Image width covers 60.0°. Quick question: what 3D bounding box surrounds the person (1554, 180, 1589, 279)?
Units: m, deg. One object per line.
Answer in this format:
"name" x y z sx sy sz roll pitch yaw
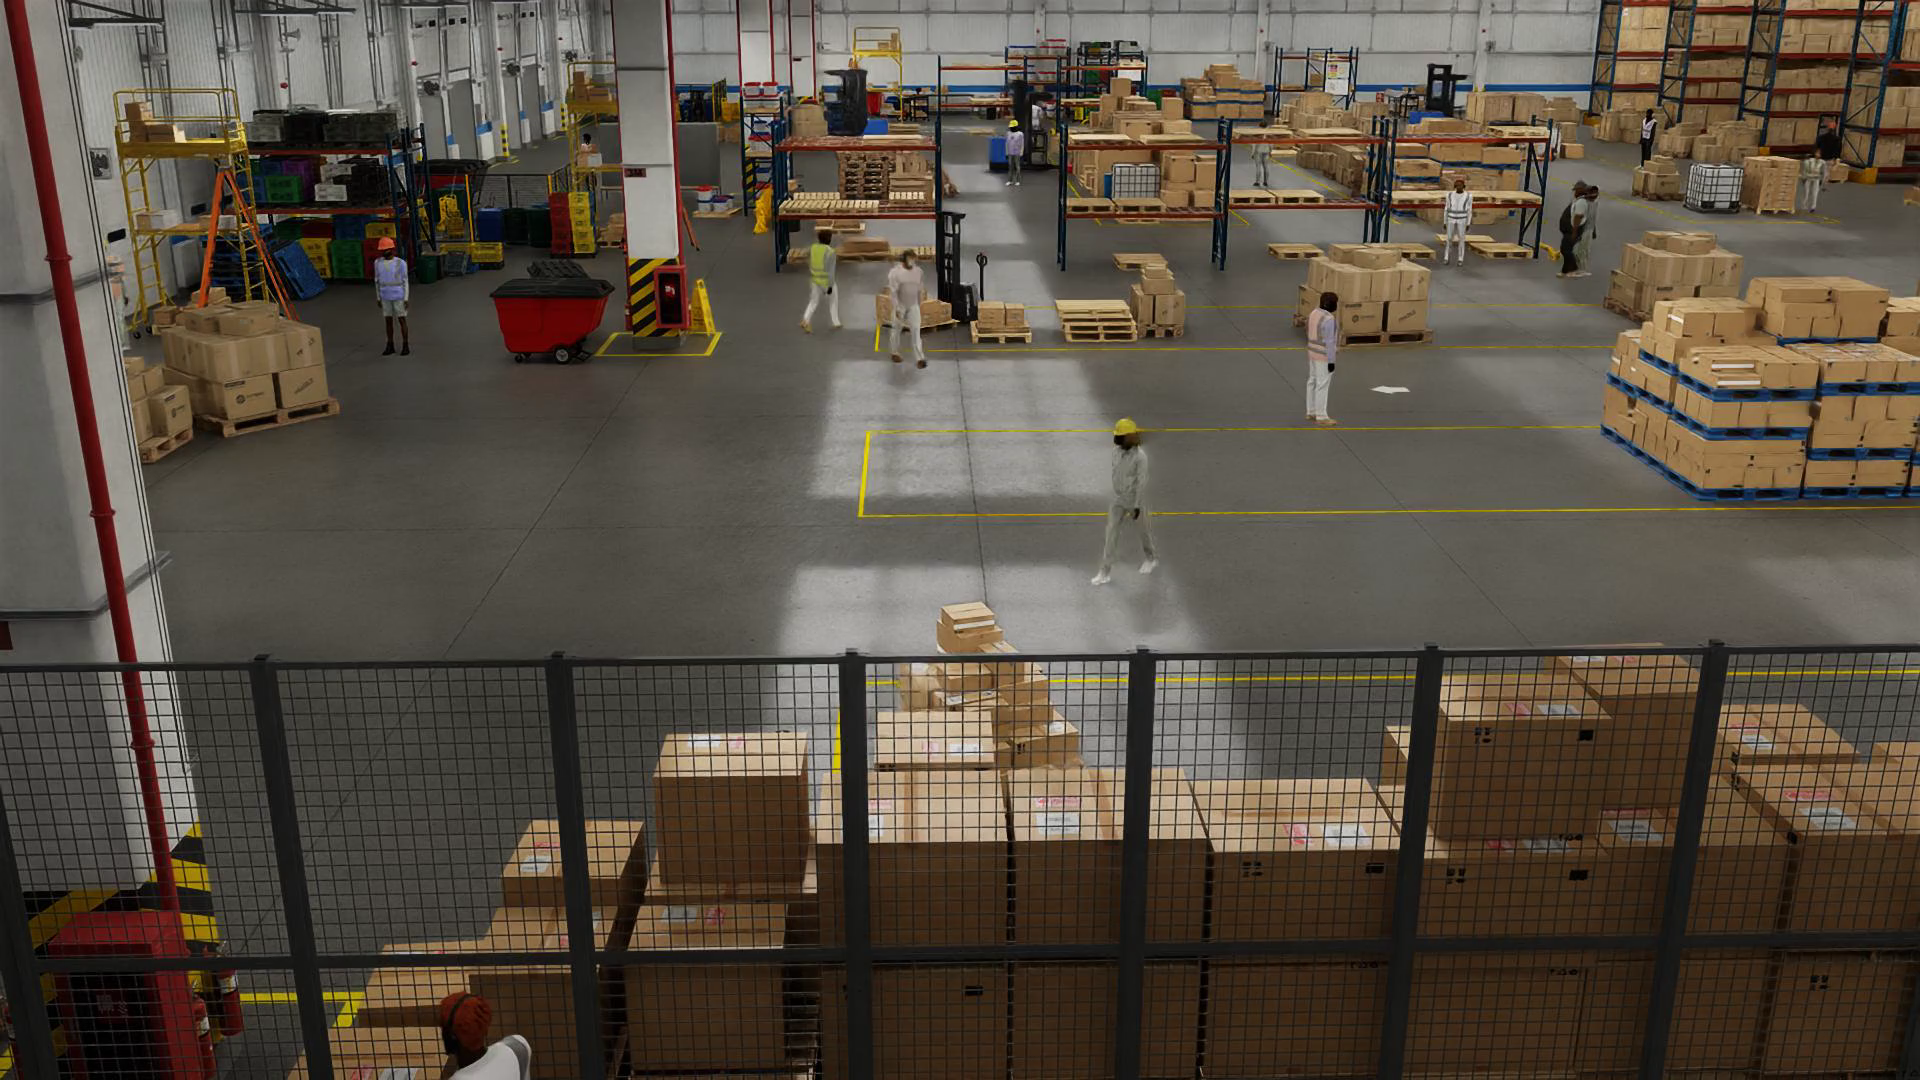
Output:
"person" 12.534 -6.359 34.028 0.540 2.000 0.715 6 20 17

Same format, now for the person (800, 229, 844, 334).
"person" -2.418 -4.492 28.867 0.615 1.803 0.920 12 22 31

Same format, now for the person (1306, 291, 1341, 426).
"person" 5.009 -2.505 22.914 0.430 1.839 0.619 -4 19 -13

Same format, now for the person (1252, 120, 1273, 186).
"person" 8.981 -11.502 49.443 0.635 1.937 0.355 -4 19 -12

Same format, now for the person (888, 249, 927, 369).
"person" -0.834 -3.662 26.293 0.623 1.879 1.069 -8 20 -21

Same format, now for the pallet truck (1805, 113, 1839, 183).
"pallet truck" 26.403 -11.957 50.702 0.823 1.965 1.885 6 19 16

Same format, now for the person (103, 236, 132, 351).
"person" -14.006 -4.041 27.329 0.594 1.924 0.382 -13 23 -35

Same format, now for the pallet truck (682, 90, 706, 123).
"pallet truck" -9.671 -15.907 62.421 0.823 1.965 1.885 5 19 15

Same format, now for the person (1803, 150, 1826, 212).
"person" 22.635 -9.526 44.121 0.506 1.592 0.883 7 20 20

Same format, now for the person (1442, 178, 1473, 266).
"person" 10.650 -6.806 35.624 0.573 1.873 0.356 9 21 26

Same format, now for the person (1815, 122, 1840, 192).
"person" 25.047 -11.073 48.097 0.617 1.999 0.382 15 24 37

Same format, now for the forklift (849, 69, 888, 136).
"forklift" -3.627 -15.472 59.769 1.873 2.768 1.129 -10 21 -26

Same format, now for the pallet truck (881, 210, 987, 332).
"pallet truck" -0.493 -4.759 29.349 1.885 1.965 0.823 -13 23 -34

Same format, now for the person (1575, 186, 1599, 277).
"person" 12.975 -6.388 34.382 0.535 1.868 0.309 -11 22 -30

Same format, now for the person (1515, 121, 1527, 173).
"person" 17.761 -12.455 52.732 0.523 1.639 0.306 -17 25 -41

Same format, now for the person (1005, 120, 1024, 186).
"person" 1.618 -11.541 49.584 0.589 1.924 0.384 10 21 28

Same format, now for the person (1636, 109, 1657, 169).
"person" 22.302 -13.000 53.936 0.396 1.911 0.588 -6 19 -16

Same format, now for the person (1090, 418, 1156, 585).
"person" 1.724 -0.422 16.942 0.497 1.701 0.886 16 24 40

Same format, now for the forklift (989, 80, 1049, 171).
"forklift" 1.889 -13.266 53.225 1.873 2.768 1.129 -1 19 -2

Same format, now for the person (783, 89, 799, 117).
"person" -6.497 -16.341 63.856 0.637 1.917 0.827 -6 20 -18

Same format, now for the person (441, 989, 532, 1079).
"person" -2.041 2.777 7.171 0.354 1.883 0.573 8 20 23

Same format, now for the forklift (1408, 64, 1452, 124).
"forklift" 18.204 -16.761 63.594 1.873 2.768 1.129 -12 22 -32

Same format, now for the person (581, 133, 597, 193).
"person" -10.674 -10.841 47.862 0.533 1.692 0.319 8 20 21

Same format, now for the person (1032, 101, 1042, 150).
"person" 2.642 -14.962 59.748 0.579 1.904 0.831 -1 19 -3

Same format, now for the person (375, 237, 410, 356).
"person" -9.245 -3.965 27.084 0.543 1.939 0.361 1 19 4
